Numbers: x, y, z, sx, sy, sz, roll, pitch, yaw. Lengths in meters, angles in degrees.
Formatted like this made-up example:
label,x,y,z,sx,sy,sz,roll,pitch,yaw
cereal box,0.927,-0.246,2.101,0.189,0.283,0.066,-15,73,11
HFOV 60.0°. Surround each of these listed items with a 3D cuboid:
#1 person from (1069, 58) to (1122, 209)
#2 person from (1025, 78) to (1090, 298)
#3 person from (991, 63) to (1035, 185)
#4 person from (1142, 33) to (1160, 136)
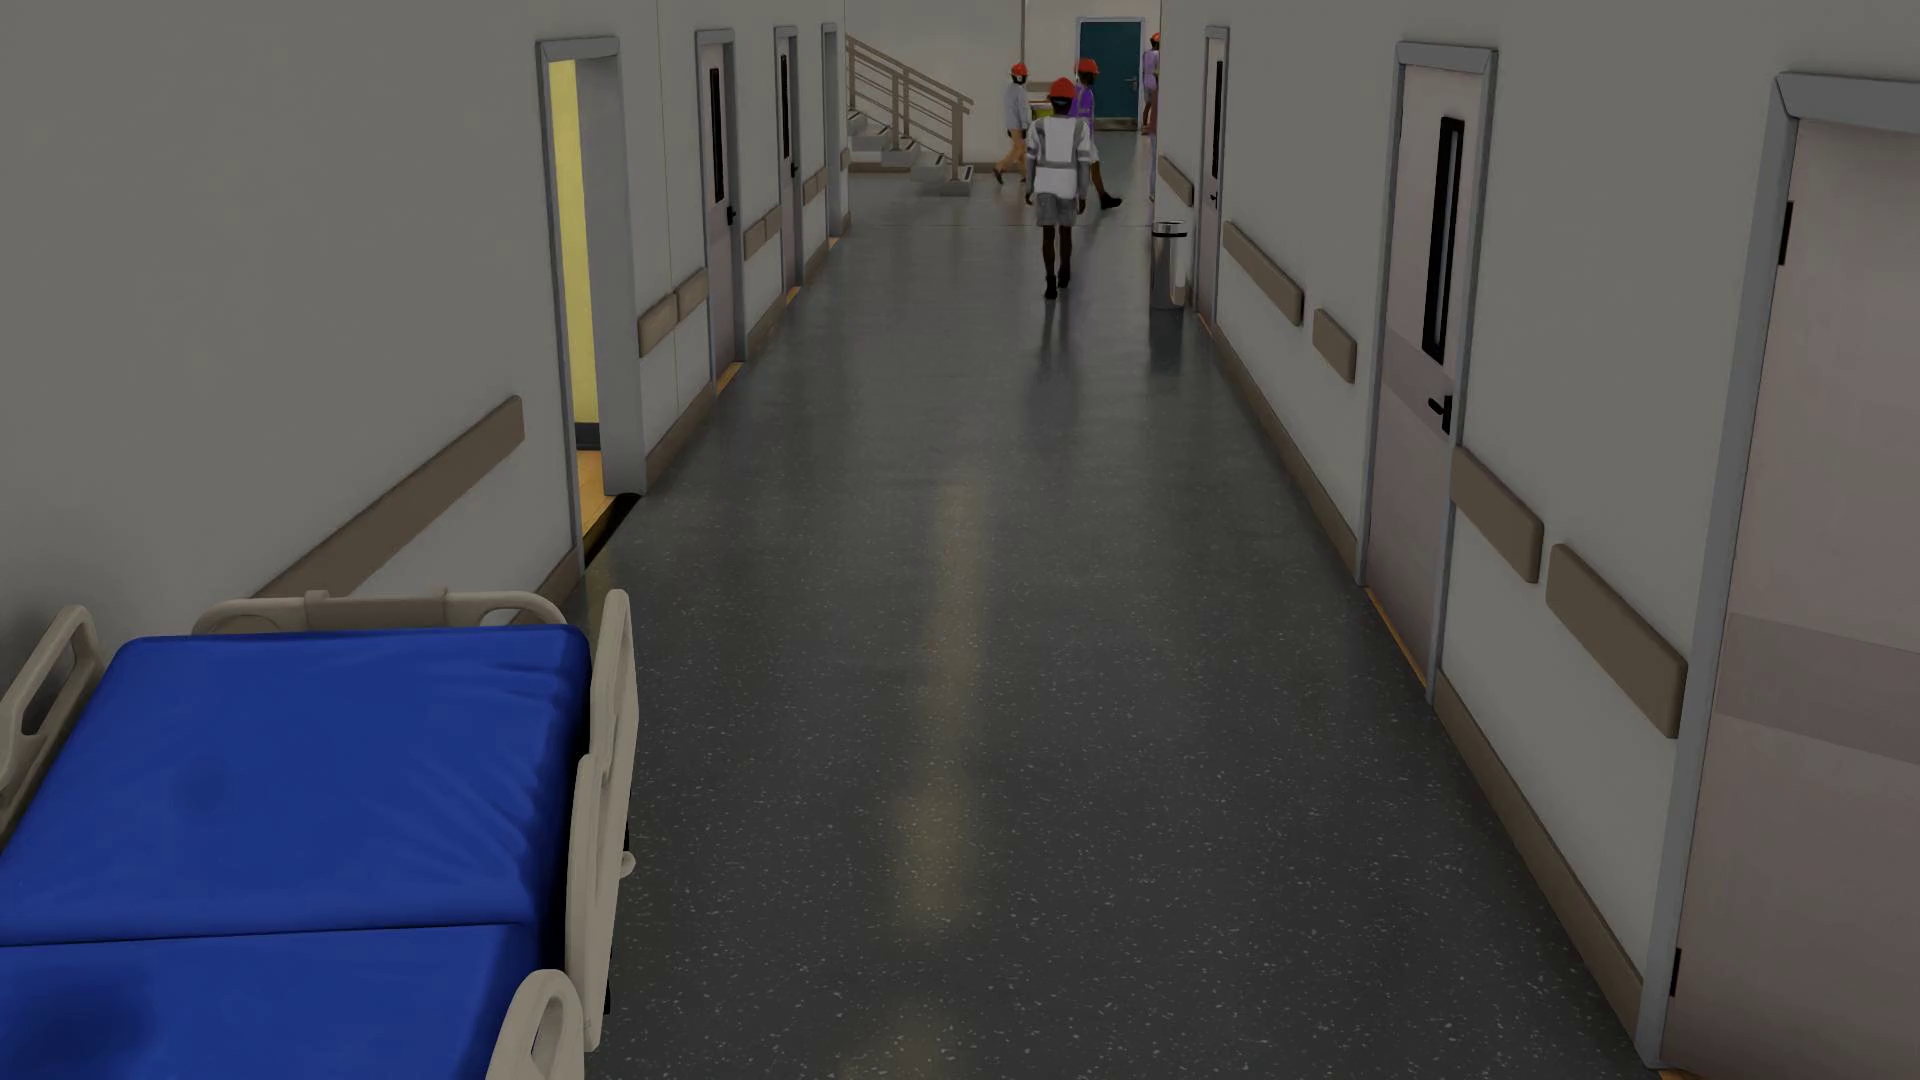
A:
label,x,y,z,sx,sy,sz,roll,pitch,yaw
person,1.556,-5.121,21.066,1.022,1.877,0.550,-7,19,-21
person,0.865,-3.134,14.802,0.564,1.884,0.986,1,18,3
person,0.803,-6.066,24.266,0.770,1.728,0.580,-6,19,-18
person,3.945,-9.236,33.749,0.407,2.029,0.613,-11,21,-32
